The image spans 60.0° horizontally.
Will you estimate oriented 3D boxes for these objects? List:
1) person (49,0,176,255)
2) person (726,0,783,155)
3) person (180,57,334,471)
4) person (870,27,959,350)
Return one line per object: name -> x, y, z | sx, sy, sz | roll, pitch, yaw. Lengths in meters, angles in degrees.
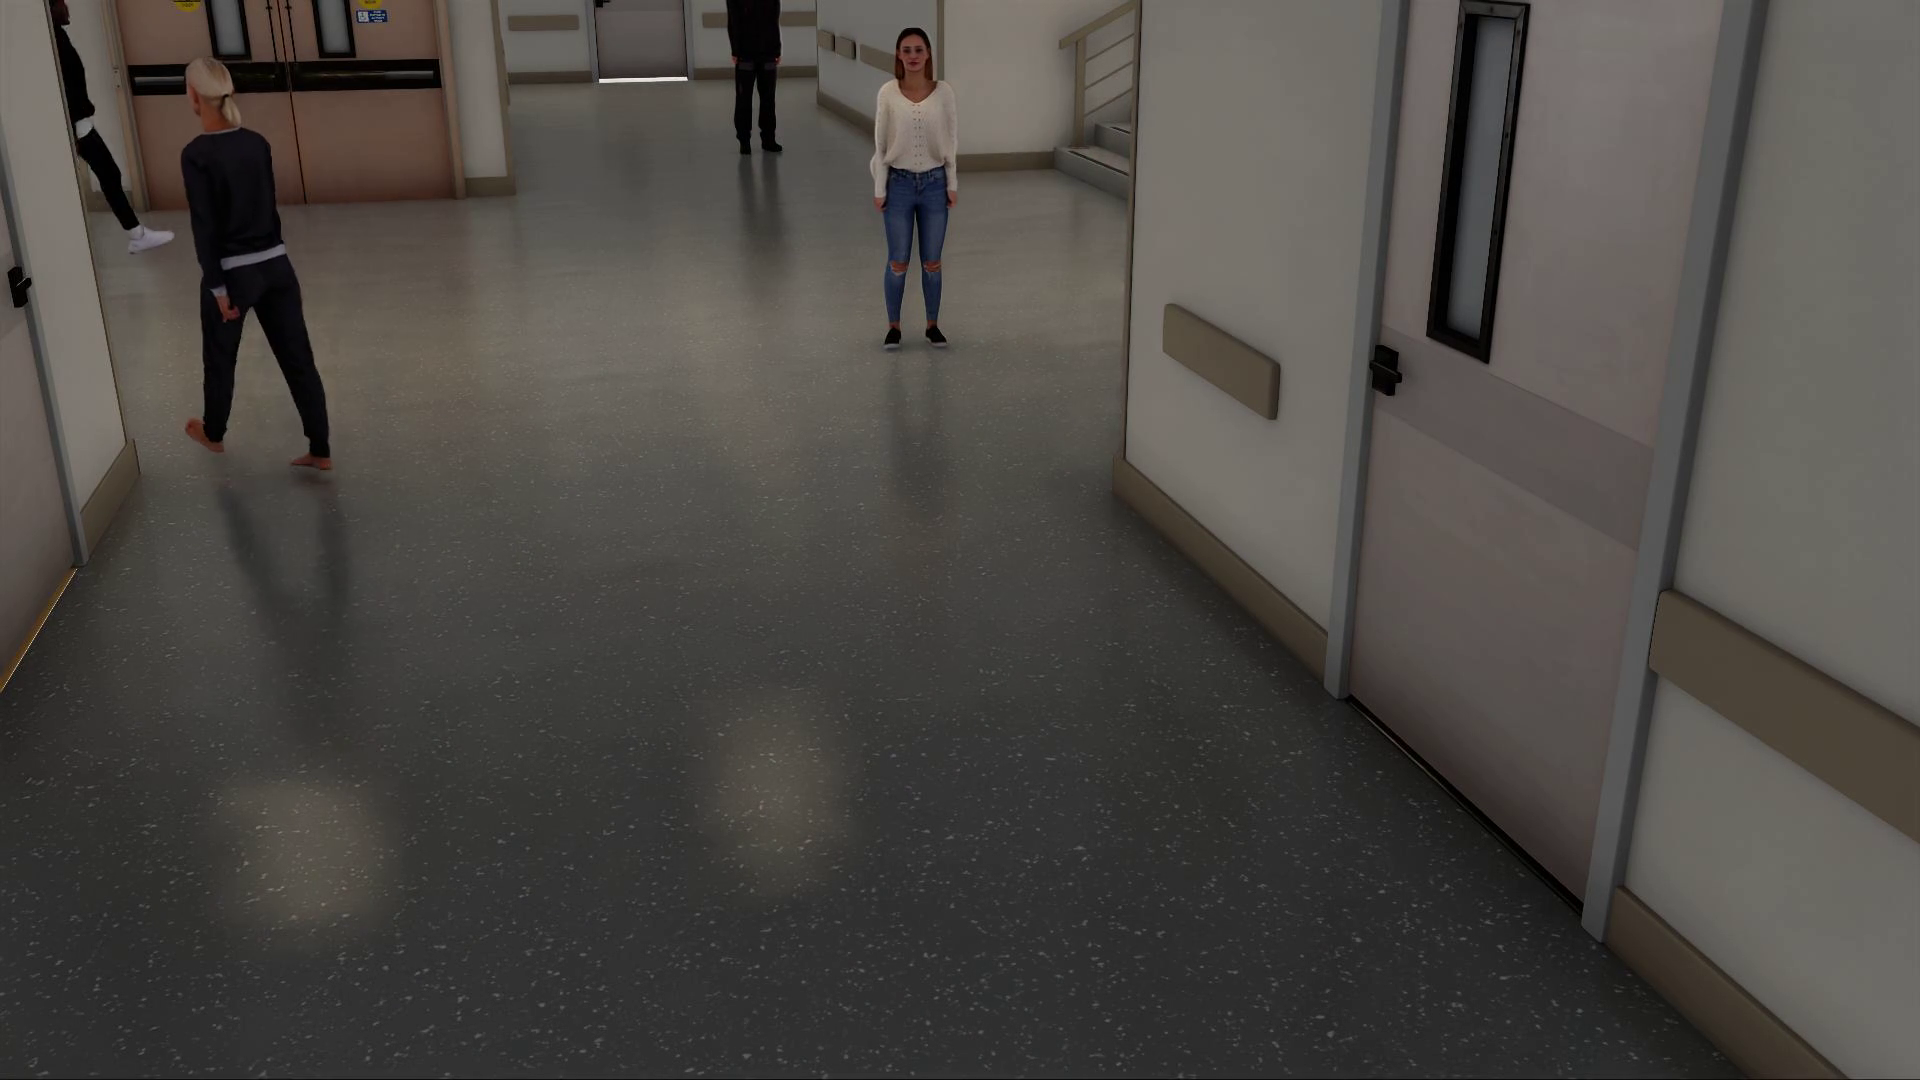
person -> -6.002, -2.704, 11.012 | 1.305, 1.774, 1.082 | -19, 28, -40
person -> -2.015, -4.819, 16.356 | 0.597, 1.944, 0.801 | -10, 23, -24
person -> -2.875, -1.074, 6.836 | 1.086, 1.683, 1.088 | 15, 25, 34
person -> -0.243, -1.877, 8.943 | 0.516, 1.692, 0.706 | -3, 21, -7
